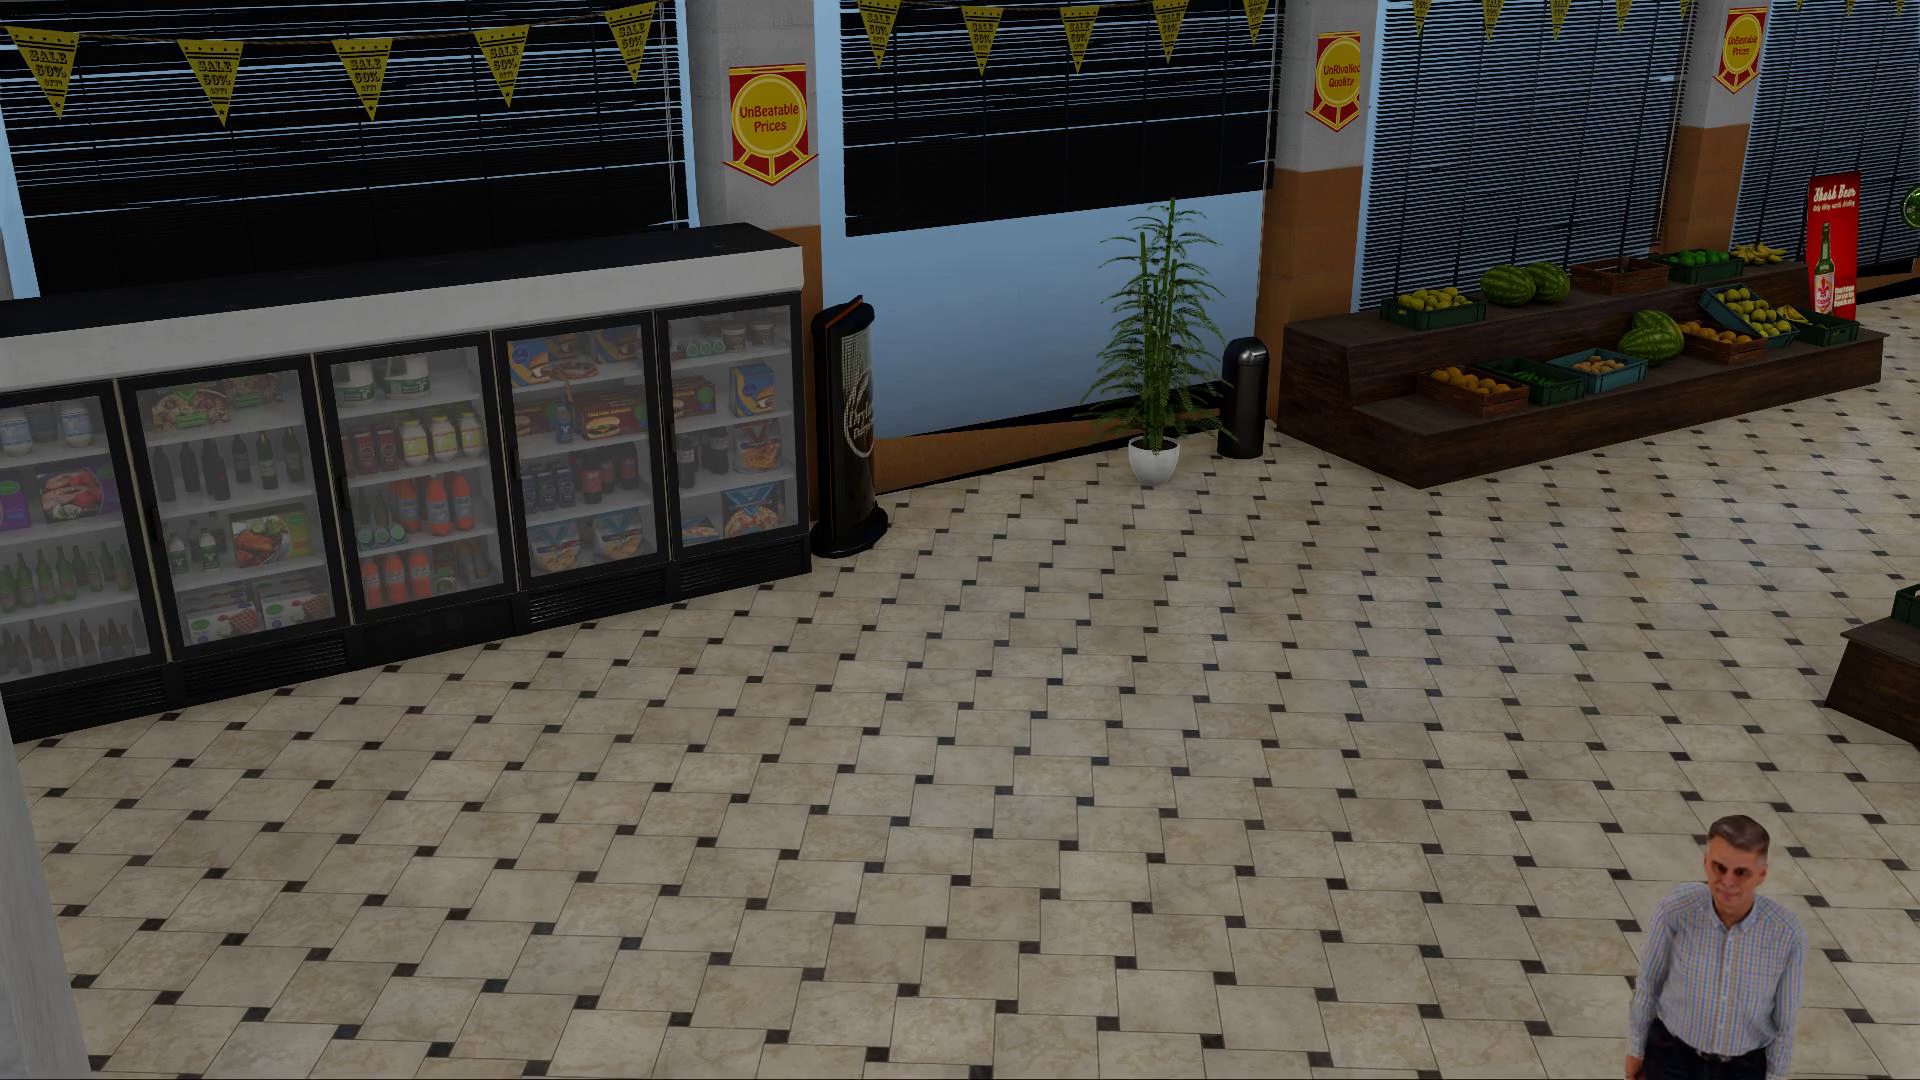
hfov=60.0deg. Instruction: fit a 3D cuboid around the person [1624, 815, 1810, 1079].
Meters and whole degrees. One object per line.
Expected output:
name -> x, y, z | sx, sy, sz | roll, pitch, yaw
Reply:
person -> 2.513, 1.688, 5.564 | 0.911, 1.805, 1.018 | 11, 24, 26
